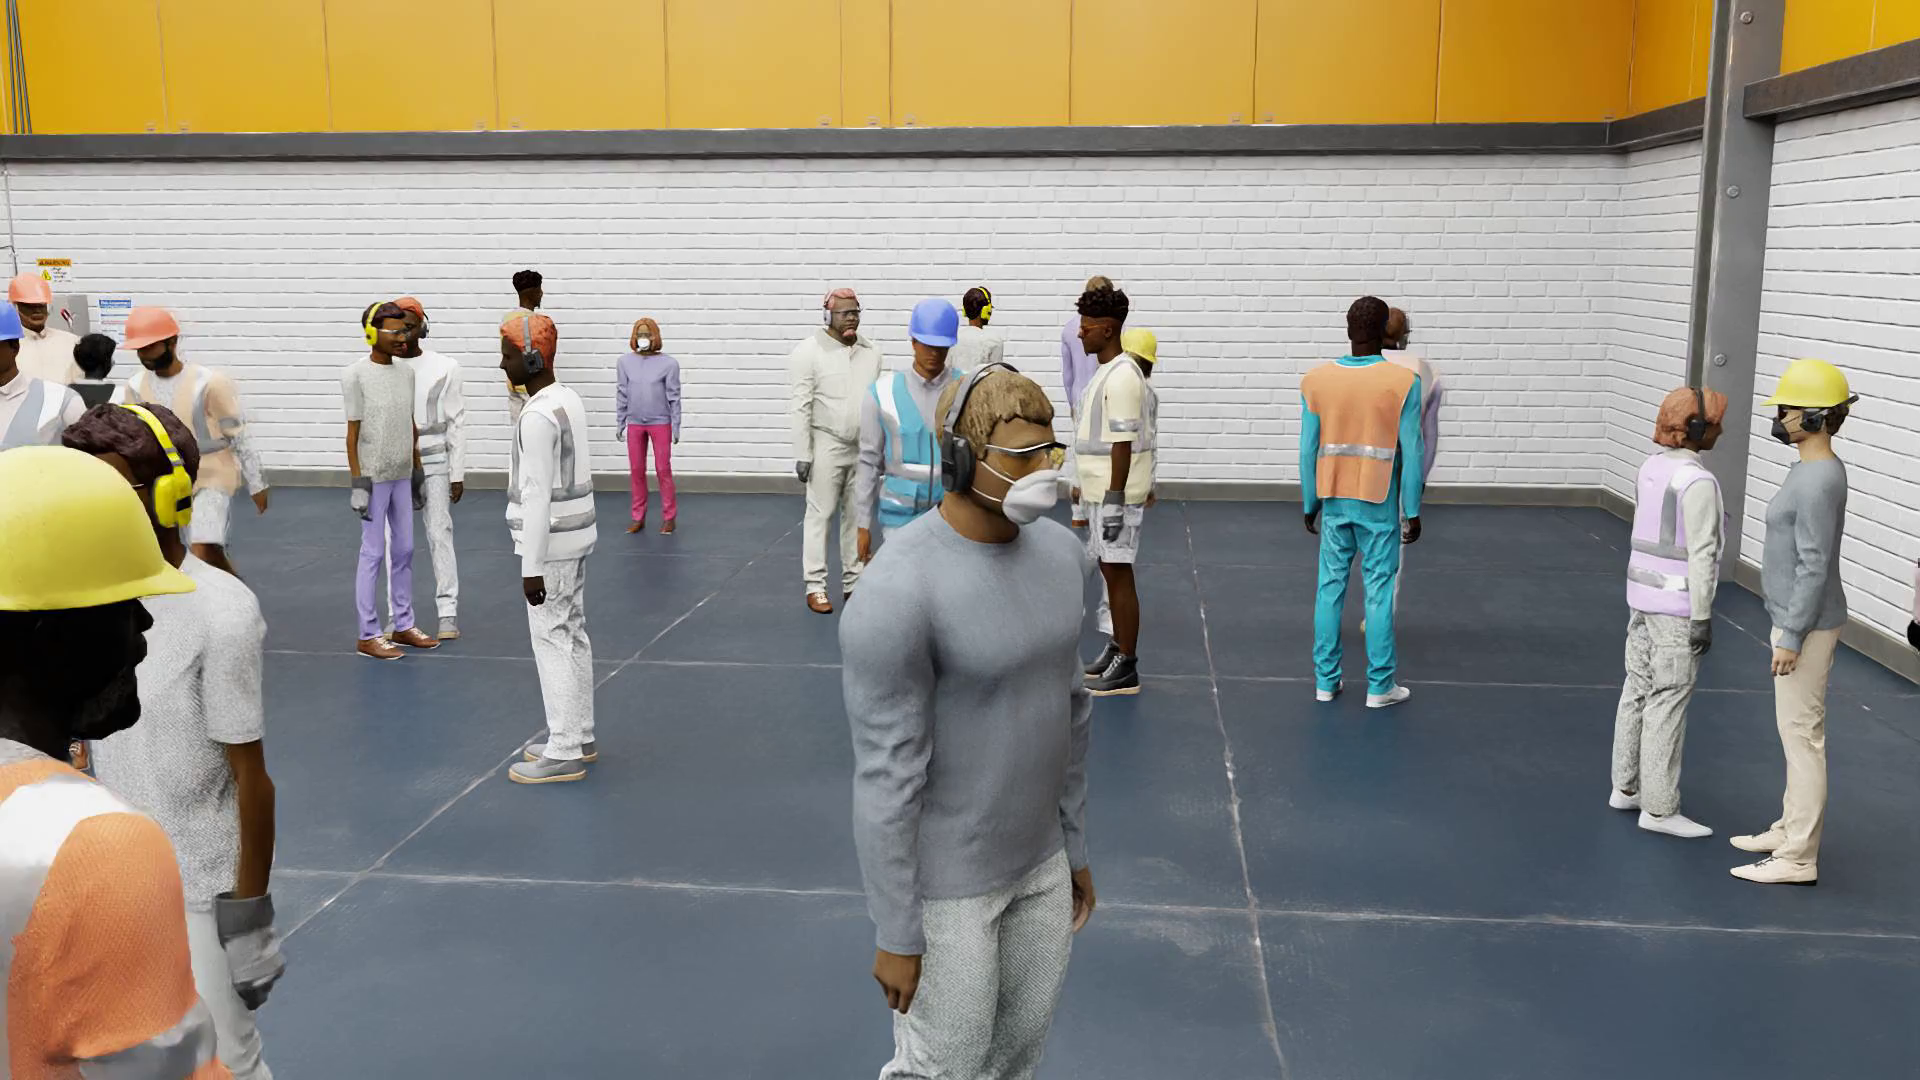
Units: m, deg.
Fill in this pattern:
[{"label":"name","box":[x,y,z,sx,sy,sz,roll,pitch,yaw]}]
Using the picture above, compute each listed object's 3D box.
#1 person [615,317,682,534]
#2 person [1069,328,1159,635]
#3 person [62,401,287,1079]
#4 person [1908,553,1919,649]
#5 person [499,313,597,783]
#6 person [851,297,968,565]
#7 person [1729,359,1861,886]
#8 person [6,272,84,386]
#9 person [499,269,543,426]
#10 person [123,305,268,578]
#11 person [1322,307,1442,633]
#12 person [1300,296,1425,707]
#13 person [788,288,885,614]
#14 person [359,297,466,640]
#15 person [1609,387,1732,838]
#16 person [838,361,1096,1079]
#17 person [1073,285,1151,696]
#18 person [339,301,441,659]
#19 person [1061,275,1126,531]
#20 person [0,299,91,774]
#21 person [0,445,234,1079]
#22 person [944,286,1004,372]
[{"label":"person","box":[-2.335,-0.848,12.458,0.504,1.628,0.304,2,10,11]},{"label":"person","box":[0.843,-0.327,9.222,0.530,1.700,0.471,-5,11,-26]},{"label":"person","box":[-1.470,0.662,3.153,0.520,1.861,0.314,8,13,38]},{"label":"person","box":[3.427,0.308,5.349,0.640,1.791,0.963,4,11,19]},{"label":"person","box":[-1.646,0.039,6.665,0.361,1.879,0.583,0,10,0]},{"label":"person","box":[-0.150,-0.086,7.228,0.655,1.920,0.498,0,10,-3]},{"label":"person","box":[2.809,0.279,5.600,0.312,1.769,0.522,5,11,26]},{"label":"person","box":[-5.596,-0.628,10.144,0.397,1.990,0.623,7,12,36]},{"label":"person","box":[-3.605,-1.282,13.962,0.603,1.966,0.367,9,14,43]},{"label":"person","box":[-3.942,-0.281,8.576,0.586,1.853,1.032,2,10,10]},{"label":"person","box":[2.257,-0.349,9.039,0.644,1.827,0.463,1,10,8]},{"label":"person","box":[1.864,-0.173,7.765,0.587,1.915,0.391,7,12,33]},{"label":"person","box":[-0.689,-0.529,9.827,0.652,1.906,0.403,-8,13,-38]},{"label":"person","box":[-2.976,-0.379,9.063,0.576,1.876,0.348,-1,10,-3]},{"label":"person","box":[2.605,0.257,6.095,0.310,1.636,0.522,0,10,-1]},{"label":"person","box":[0.031,0.632,3.134,0.371,1.933,0.626,7,12,36]},{"label":"person","box":[0.724,-0.238,8.022,0.380,1.957,0.608,0,10,-2]},{"label":"person","box":[-2.996,-0.312,8.714,0.331,1.863,0.509,5,11,26]},{"label":"person","box":[1.032,-1.008,12.475,0.373,1.940,0.629,-9,13,-42]},{"label":"person","box":[-3.764,0.010,6.620,0.616,1.945,0.399,-3,10,-16]},{"label":"person","box":[-1.014,0.825,2.080,0.605,1.893,0.798,8,13,38]},{"label":"person","box":[0.113,-0.858,11.814,0.538,1.869,0.312,6,12,30]}]
